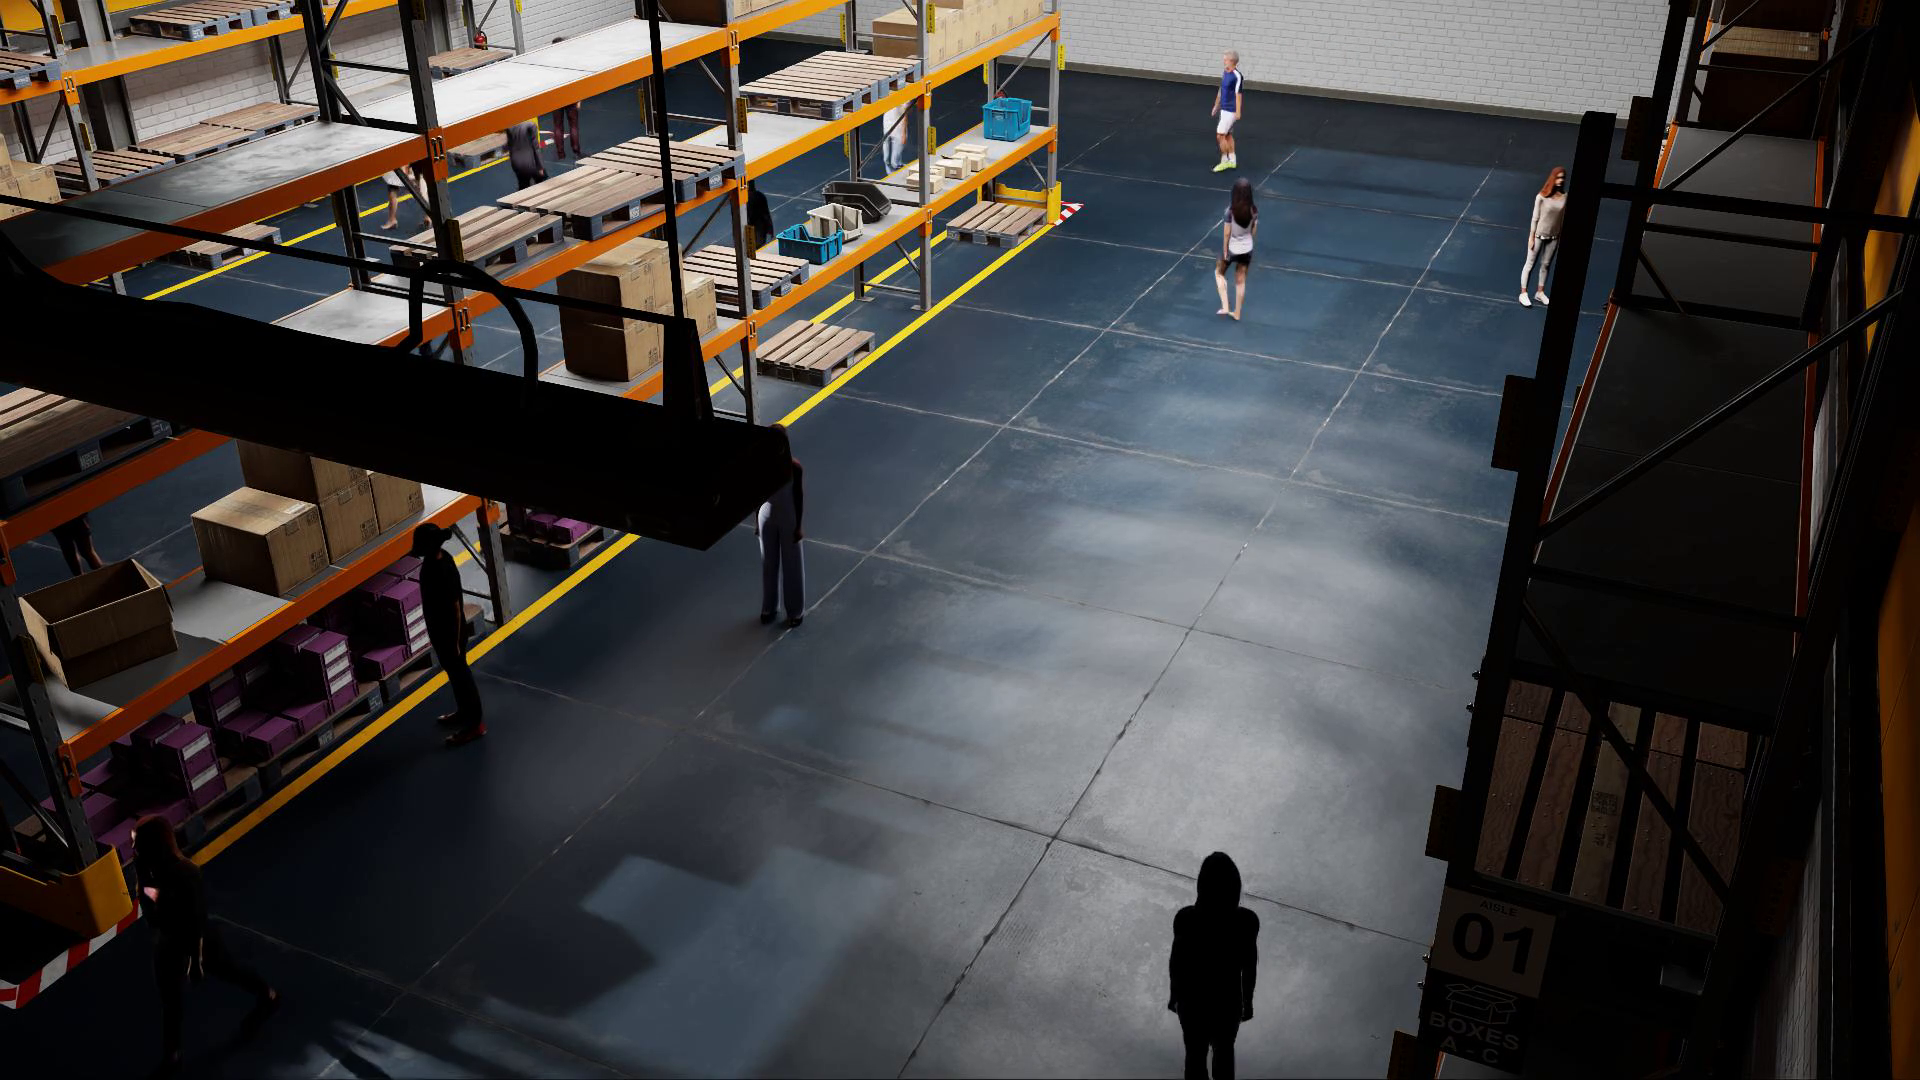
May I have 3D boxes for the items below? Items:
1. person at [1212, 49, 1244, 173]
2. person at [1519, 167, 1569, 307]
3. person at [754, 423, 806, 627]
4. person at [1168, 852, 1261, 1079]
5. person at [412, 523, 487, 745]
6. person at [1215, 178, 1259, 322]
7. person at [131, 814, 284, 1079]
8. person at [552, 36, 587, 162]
[{"bbox_3d":[4.131,-6.466,25.030,0.874,1.816,0.809,-7,29,-12],"label":"person"},{"bbox_3d":[7.028,-3.660,20.001,0.667,1.707,0.695,-4,29,-7],"label":"person"},{"bbox_3d":[-1.455,-0.132,13.451,0.600,1.786,0.525,8,30,14],"label":"person"},{"bbox_3d":[1.327,2.462,8.766,0.762,1.716,0.856,1,29,1],"label":"person"},{"bbox_3d":[-3.703,0.652,12.043,0.735,1.756,0.707,-14,32,-24],"label":"person"},{"bbox_3d":[3.290,-3.378,19.495,0.713,1.695,0.766,-8,30,-15],"label":"person"},{"bbox_3d":[-4.222,2.195,9.306,0.729,1.669,1.163,18,33,29],"label":"person"},{"bbox_3d":[-6.088,-6.773,25.541,0.761,1.865,0.734,2,29,3],"label":"person"}]
